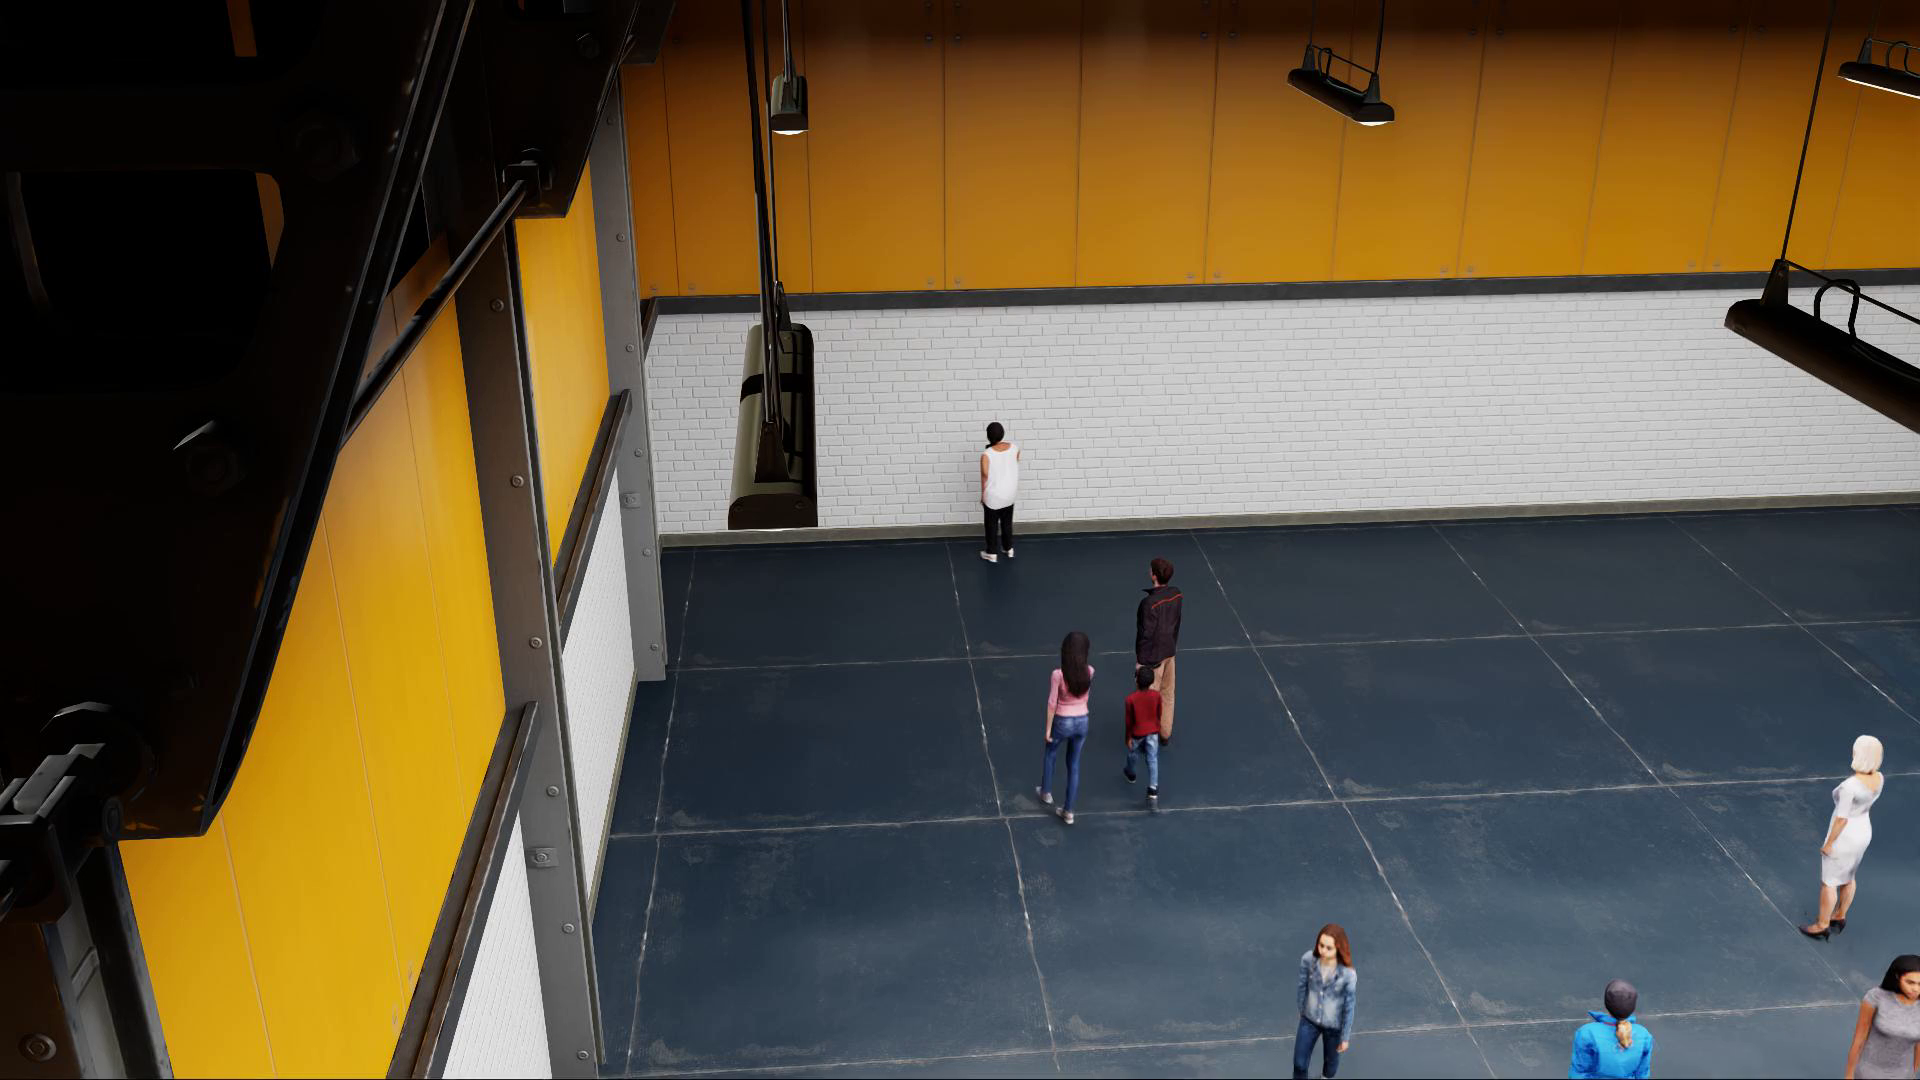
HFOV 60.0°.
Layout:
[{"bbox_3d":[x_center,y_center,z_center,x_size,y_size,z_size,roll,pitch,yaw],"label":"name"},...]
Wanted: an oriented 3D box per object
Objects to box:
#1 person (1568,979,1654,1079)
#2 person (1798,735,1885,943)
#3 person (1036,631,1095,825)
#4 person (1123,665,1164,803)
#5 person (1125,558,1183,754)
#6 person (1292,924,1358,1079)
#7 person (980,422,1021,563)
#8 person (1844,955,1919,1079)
[{"bbox_3d":[3.871,3.442,9.954,0.806,1.781,1.072,4,24,10],"label":"person"},{"bbox_3d":[6.779,2.273,12.667,0.631,1.750,0.625,-12,26,-25],"label":"person"},{"bbox_3d":[0.973,1.624,14.193,0.706,1.717,0.875,-9,25,-19],"label":"person"},{"bbox_3d":[1.630,1.705,14.596,0.528,1.245,0.879,-3,24,-7],"label":"person"},{"bbox_3d":[1.800,1.055,15.234,0.796,1.925,0.828,-21,31,-39],"label":"person"},{"bbox_3d":[2.451,3.146,11.031,0.770,1.460,0.856,12,26,26],"label":"person"},{"bbox_3d":[0.434,-0.573,19.256,0.745,1.687,0.749,-13,27,-27],"label":"person"},{"bbox_3d":[5.712,3.263,10.382,0.747,1.764,0.842,8,25,18],"label":"person"}]
